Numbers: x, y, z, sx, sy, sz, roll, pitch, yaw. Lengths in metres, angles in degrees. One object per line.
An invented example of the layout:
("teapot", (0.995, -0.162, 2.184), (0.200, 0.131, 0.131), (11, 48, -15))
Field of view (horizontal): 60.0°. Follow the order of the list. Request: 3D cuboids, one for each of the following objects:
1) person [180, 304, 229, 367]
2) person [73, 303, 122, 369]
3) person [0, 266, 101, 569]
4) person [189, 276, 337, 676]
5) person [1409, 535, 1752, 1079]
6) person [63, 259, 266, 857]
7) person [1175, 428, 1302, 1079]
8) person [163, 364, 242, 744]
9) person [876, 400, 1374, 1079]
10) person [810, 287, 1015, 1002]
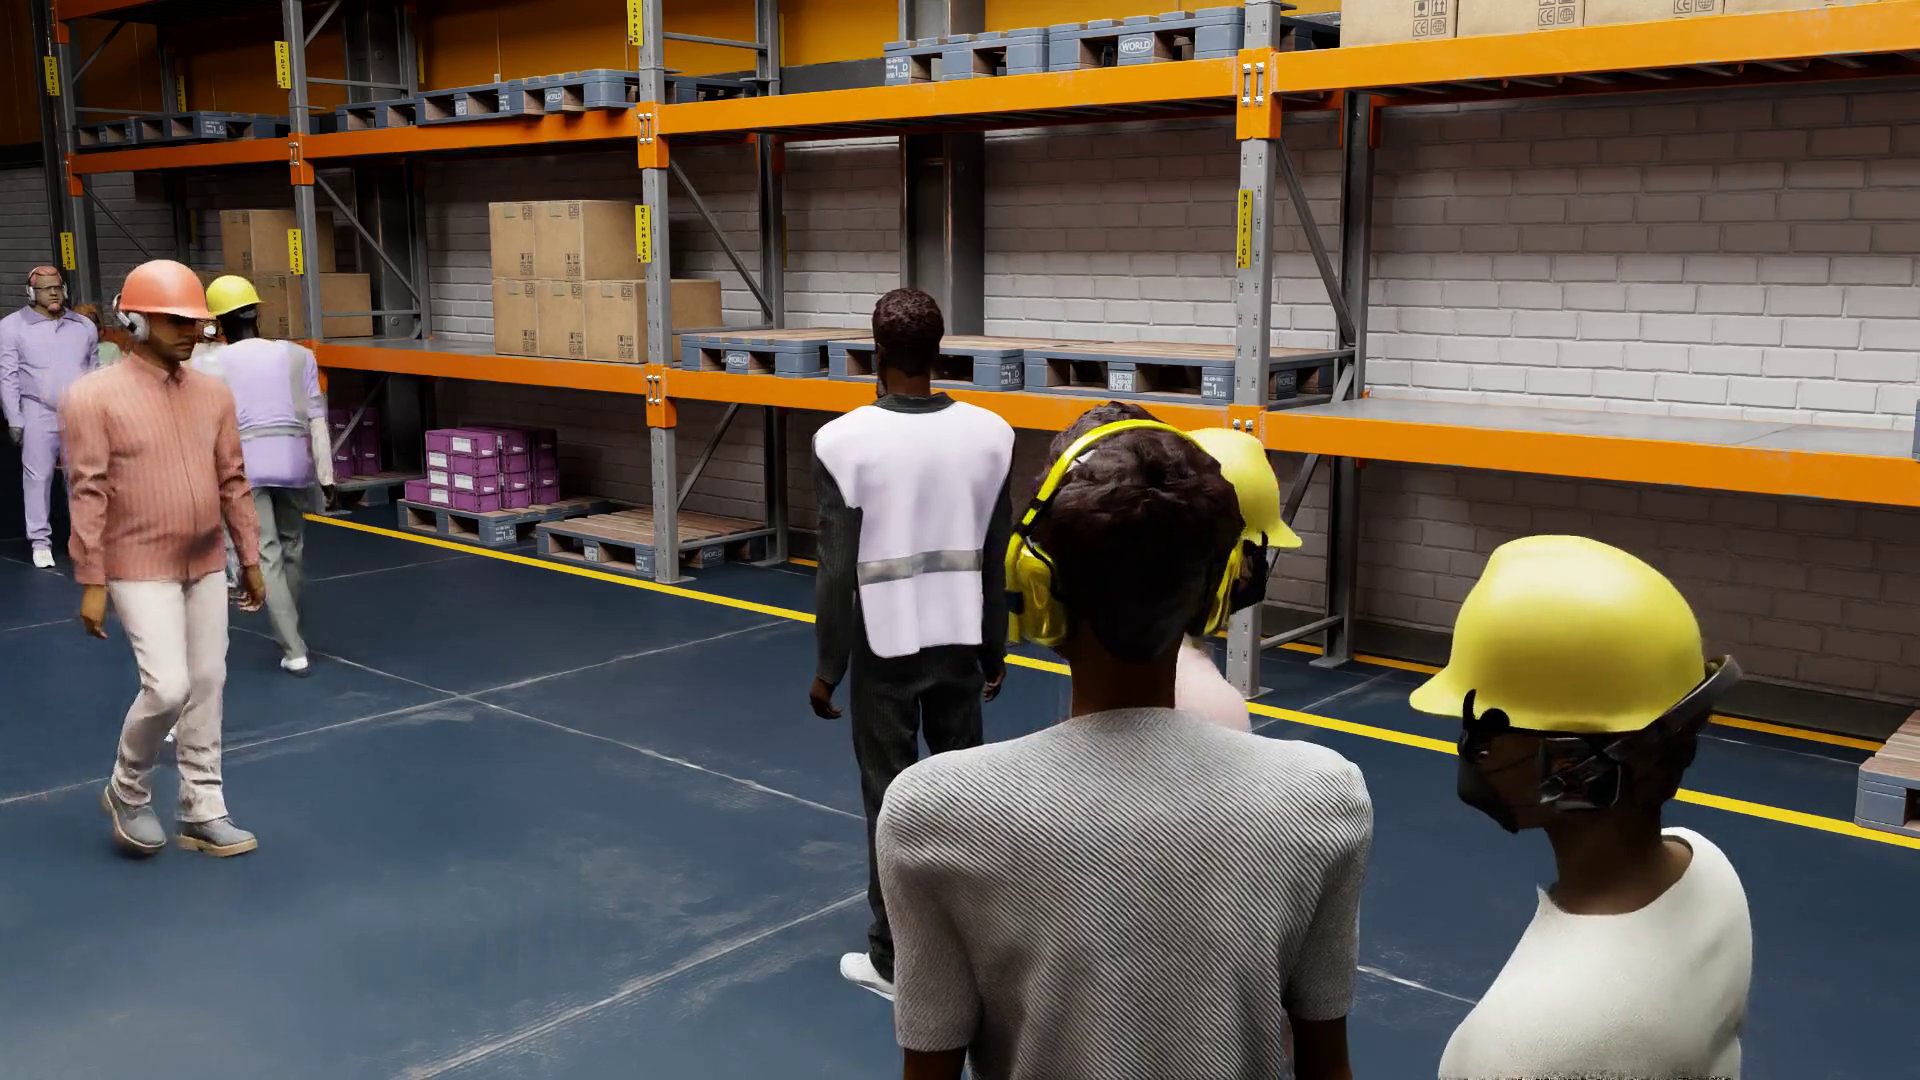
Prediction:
("person", (-5.462, -0.902, 12.105), (0.283, 1.625, 0.494), (5, 11, 28))
("person", (-6.235, -0.879, 11.947), (0.278, 1.632, 0.500), (8, 13, 39))
("person", (-5.766, -0.786, 10.640), (0.408, 1.909, 0.638), (8, 12, 37))
("person", (-3.390, -0.319, 8.034), (0.613, 1.880, 0.907), (-7, 12, -36))
("person", (0.596, 0.865, 1.663), (0.341, 1.764, 0.534), (8, 13, 39))
("person", (-2.575, 0.083, 5.457), (0.415, 1.981, 0.648), (4, 11, 24))
("person", (0.402, 0.692, 2.664), (0.451, 1.754, 0.551), (-2, 10, -9))
("person", (-3.132, 0.084, 6.584), (0.854, 1.577, 0.551), (10, 14, 43))
("person", (0.161, 0.792, 1.746), (0.514, 1.876, 0.328), (-1, 10, -8))
("person", (-0.119, 0.290, 4.480), (0.590, 1.918, 0.386), (-5, 11, -28))
